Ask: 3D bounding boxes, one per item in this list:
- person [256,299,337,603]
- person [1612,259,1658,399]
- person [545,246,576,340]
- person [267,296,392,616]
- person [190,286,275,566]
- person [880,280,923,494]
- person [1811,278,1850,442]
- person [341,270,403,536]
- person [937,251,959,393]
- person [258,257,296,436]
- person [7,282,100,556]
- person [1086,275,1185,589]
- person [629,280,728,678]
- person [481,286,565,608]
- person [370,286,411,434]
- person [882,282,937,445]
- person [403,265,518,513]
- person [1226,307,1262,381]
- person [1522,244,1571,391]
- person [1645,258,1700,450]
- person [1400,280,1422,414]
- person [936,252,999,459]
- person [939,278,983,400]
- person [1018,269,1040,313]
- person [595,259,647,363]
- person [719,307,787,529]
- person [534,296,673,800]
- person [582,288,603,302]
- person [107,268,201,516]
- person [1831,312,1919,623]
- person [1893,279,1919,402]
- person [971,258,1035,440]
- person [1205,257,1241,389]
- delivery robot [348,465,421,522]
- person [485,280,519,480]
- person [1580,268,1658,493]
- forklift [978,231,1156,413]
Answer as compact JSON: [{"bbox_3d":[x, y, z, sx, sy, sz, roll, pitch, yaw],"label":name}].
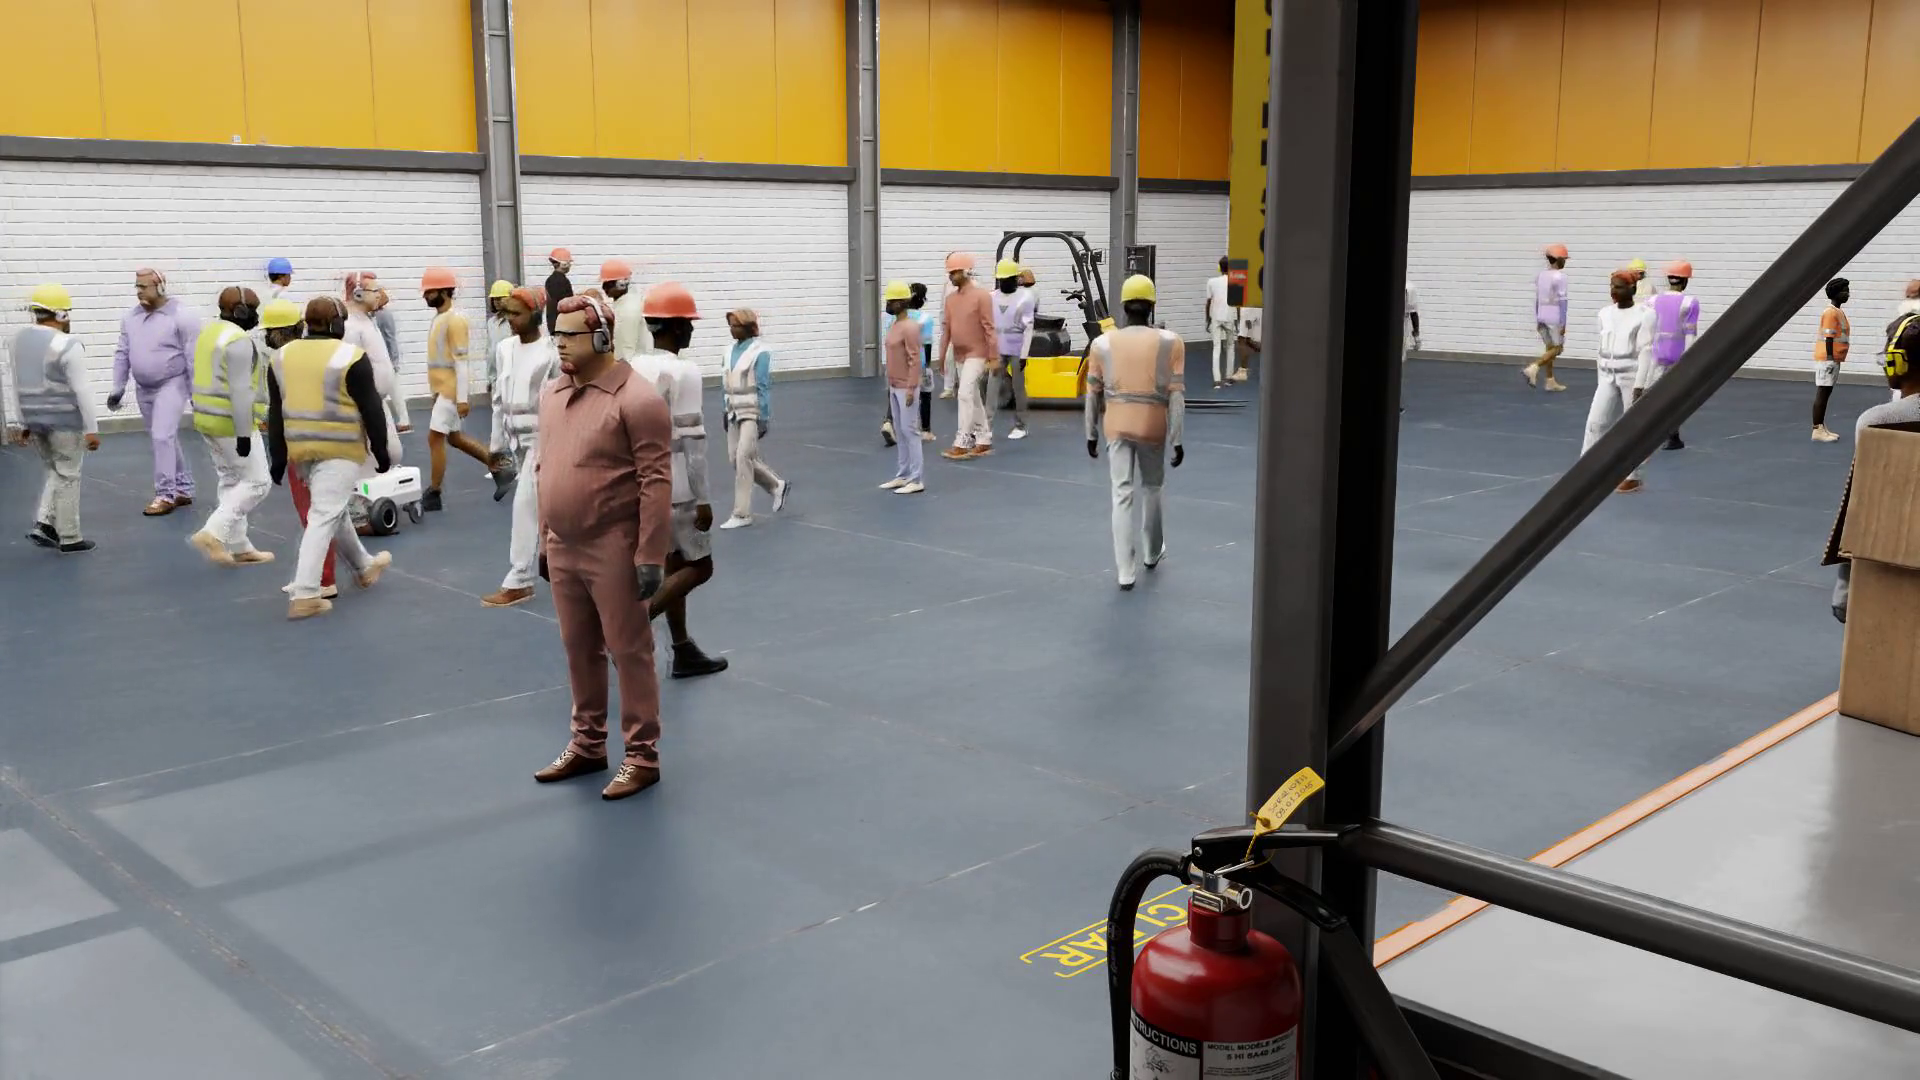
[{"bbox_3d":[-3.885,-0.517,9.722,0.329,1.765,0.533,-5,12,-28],"label":"person"},{"bbox_3d":[8.777,-2.746,21.721,0.596,1.827,0.403,0,10,-2],"label":"person"},{"bbox_3d":[-4.916,-2.626,20.592,0.389,1.994,0.623,-7,13,-35],"label":"person"},{"bbox_3d":[-3.592,-0.505,9.584,0.625,1.780,1.026,4,11,19],"label":"person"},{"bbox_3d":[-4.678,-0.709,10.639,0.637,1.819,0.502,10,14,42],"label":"person"},{"bbox_3d":[-0.500,-1.266,13.801,0.331,1.765,0.533,-4,11,-20],"label":"person"},{"bbox_3d":[9.044,-1.867,17.267,0.318,1.696,0.535,7,12,32],"label":"person"},{"bbox_3d":[-4.196,-0.955,11.778,0.421,1.894,0.644,-1,10,-5],"label":"person"},{"bbox_3d":[-0.040,-2.883,22.246,0.704,1.902,0.644,-5,12,-27],"label":"person"},{"bbox_3d":[-7.249,-2.067,17.816,0.633,1.893,0.991,9,14,42],"label":"person"},{"bbox_3d":[-5.978,-0.789,11.044,0.621,1.819,0.426,4,11,21],"label":"person"},{"bbox_3d":[1.088,-0.687,10.310,0.618,1.876,0.960,2,11,11],"label":"person"},{"bbox_3d":[-1.404,-0.252,7.834,0.631,1.924,0.557,-9,14,-40],"label":"person"},{"bbox_3d":[-2.461,-0.573,9.822,0.581,1.853,0.933,8,13,39],"label":"person"},{"bbox_3d":[-6.246,-1.902,17.696,0.789,1.594,0.534,-8,13,-38],"label":"person"},{"bbox_3d":[-0.525,-1.789,17.003,0.534,1.672,0.825,6,12,28],"label":"person"},{"bbox_3d":[-3.923,-1.182,12.968,0.881,1.909,0.555,-6,12,-31],"label":"person"},{"bbox_3d":[4.311,-3.329,24.354,0.694,2.022,0.624,3,11,17],"label":"person"},{"bbox_3d":[8.002,-3.012,22.635,0.676,2.024,0.609,-3,11,-17],"label":"person"},{"bbox_3d":[6.945,-1.806,16.357,0.845,1.910,0.551,-10,14,-43],"label":"person"},{"bbox_3d":[5.169,-2.464,19.828,0.652,1.952,0.409,9,14,41],"label":"person"},{"bbox_3d":[-0.014,-1.744,15.862,0.866,1.957,0.654,-9,14,-40],"label":"person"},{"bbox_3d":[0.000,-2.726,21.603,0.642,1.831,0.429,5,12,25],"label":"person"},{"bbox_3d":[0.978,-3.142,24.393,0.285,1.631,0.498,9,14,41],"label":"person"},{"bbox_3d":[-2.790,-1.424,14.196,1.026,1.946,0.625,-5,12,-26],"label":"person"},{"bbox_3d":[-1.526,-0.906,12.252,0.645,1.616,0.520,-10,14,-43],"label":"person"},{"bbox_3d":[-1.396,0.029,6.350,0.655,1.906,0.407,7,13,35],"label":"person"},{"bbox_3d":[-3.640,-1.666,16.407,0.371,1.617,0.497,-5,11,-25],"label":"person"},{"bbox_3d":[-6.207,-1.130,12.762,0.659,1.879,0.822,4,11,19],"label":"person"},{"bbox_3d":[3.399,0.119,6.006,0.505,1.860,0.320,-2,11,-12],"label":"person"},{"bbox_3d":[11.185,-2.247,19.532,0.378,1.622,0.536,-1,10,-3],"label":"person"},{"bbox_3d":[0.456,-1.948,17.166,0.597,1.884,0.913,7,12,33],"label":"person"},{"bbox_3d":[3.698,-3.064,23.435,0.544,1.818,0.922,3,11,16],"label":"person"},{"bbox_3d":[-4.234,-0.390,12.068,0.477,0.478,0.707,3,11,15],"label":"delivery robot"},{"bbox_3d":[-3.948,-1.389,14.530,0.485,1.744,0.308,5,12,26],"label":"person"},{"bbox_3d":[5.360,-1.282,13.641,0.872,1.849,0.597,-7,12,-32],"label":"person"},{"bbox_3d":[1.222,-2.721,20.561,2.313,2.155,1.214,2,11,13],"label":"forklift"}]
